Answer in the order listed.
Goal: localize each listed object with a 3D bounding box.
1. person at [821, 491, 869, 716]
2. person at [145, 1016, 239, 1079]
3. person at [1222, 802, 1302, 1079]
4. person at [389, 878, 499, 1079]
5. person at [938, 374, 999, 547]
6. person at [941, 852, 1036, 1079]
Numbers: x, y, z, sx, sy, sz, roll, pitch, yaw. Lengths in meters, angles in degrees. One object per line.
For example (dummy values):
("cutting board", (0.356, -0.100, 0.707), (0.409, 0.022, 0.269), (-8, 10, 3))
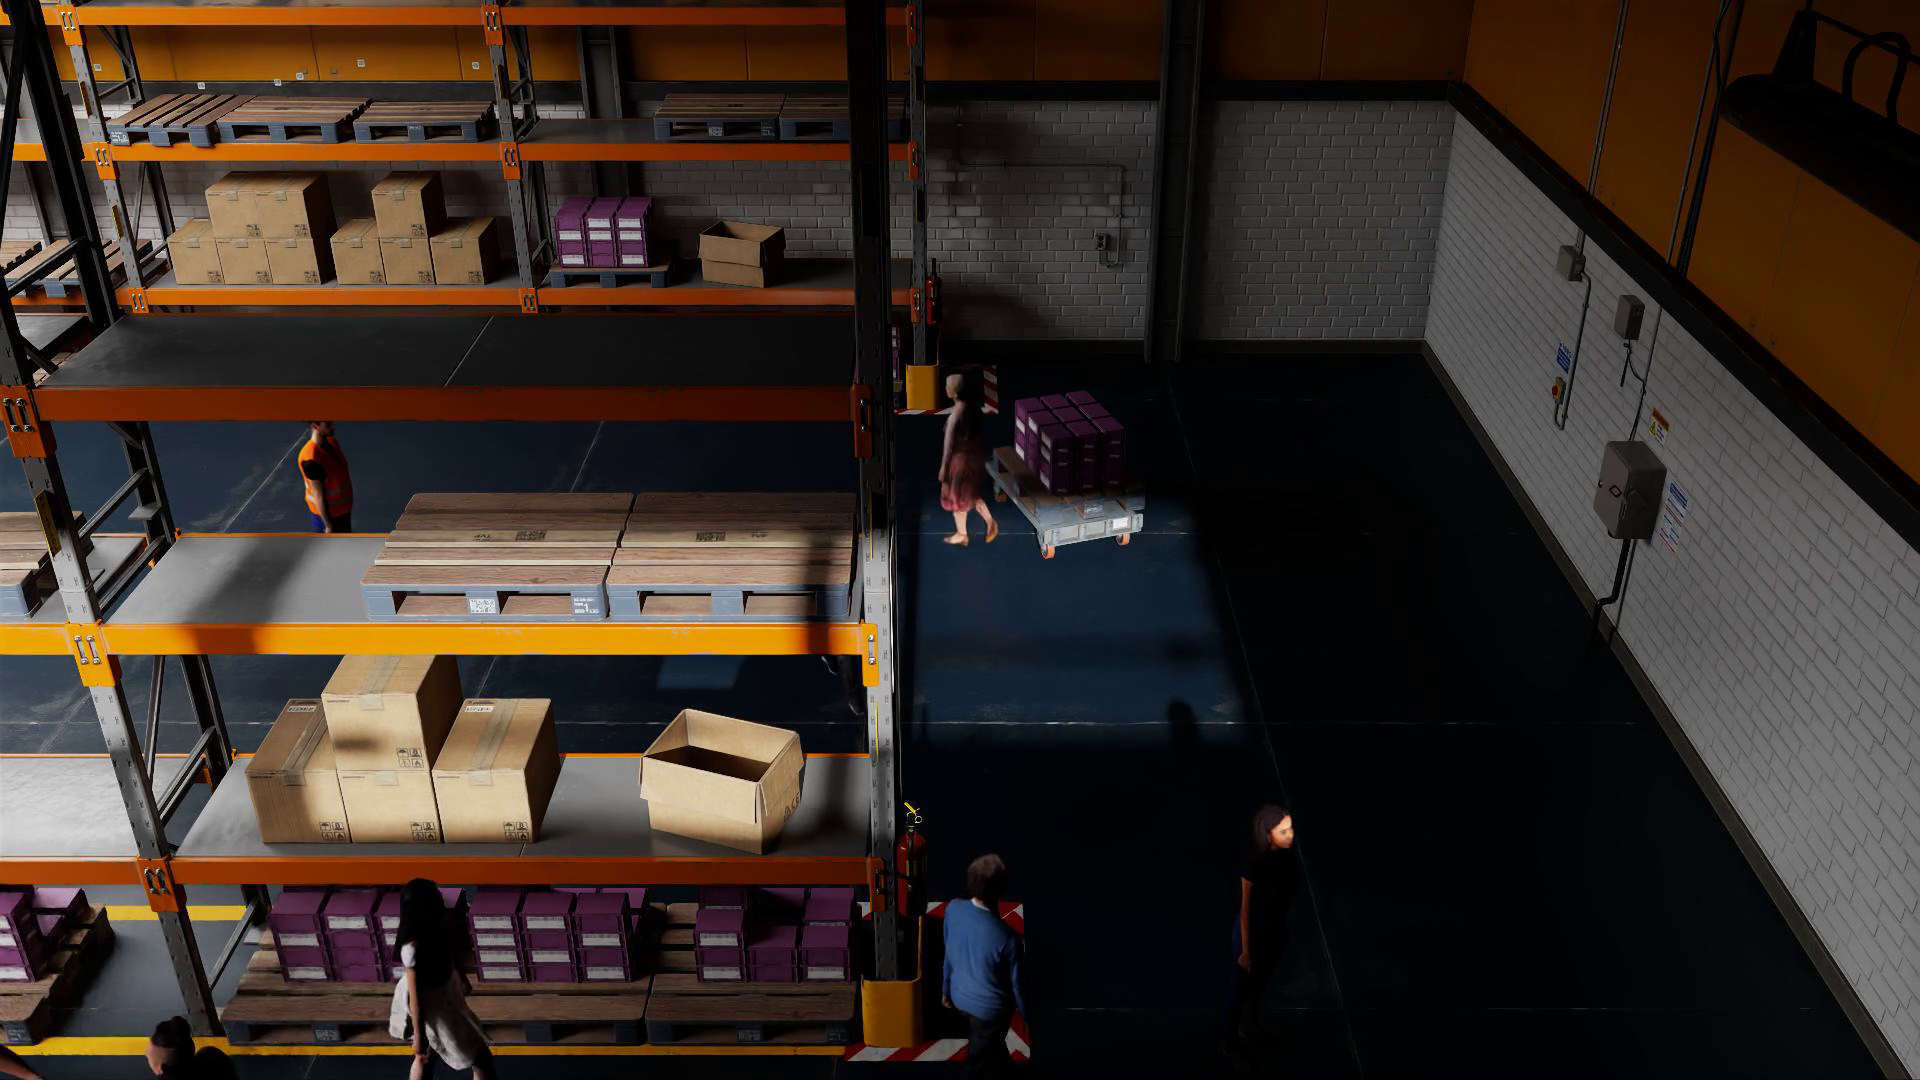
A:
("person", (-0.921, 0.386, 12.530), (1.162, 1.698, 1.011), (-13, 31, -23))
("person", (-3.363, 2.949, 7.693), (1.107, 1.831, 0.856), (4, 29, 6))
("person", (1.656, 2.175, 9.212), (0.640, 1.736, 0.701), (-25, 38, -38))
("person", (-2.814, 2.479, 8.638), (0.942, 1.750, 0.709), (-4, 29, -7))
("person", (0.085, -0.646, 14.445), (0.898, 1.676, 0.802), (16, 33, 27))
("person", (0.066, 2.445, 8.668), (1.159, 1.782, 1.202), (25, 37, 38))
